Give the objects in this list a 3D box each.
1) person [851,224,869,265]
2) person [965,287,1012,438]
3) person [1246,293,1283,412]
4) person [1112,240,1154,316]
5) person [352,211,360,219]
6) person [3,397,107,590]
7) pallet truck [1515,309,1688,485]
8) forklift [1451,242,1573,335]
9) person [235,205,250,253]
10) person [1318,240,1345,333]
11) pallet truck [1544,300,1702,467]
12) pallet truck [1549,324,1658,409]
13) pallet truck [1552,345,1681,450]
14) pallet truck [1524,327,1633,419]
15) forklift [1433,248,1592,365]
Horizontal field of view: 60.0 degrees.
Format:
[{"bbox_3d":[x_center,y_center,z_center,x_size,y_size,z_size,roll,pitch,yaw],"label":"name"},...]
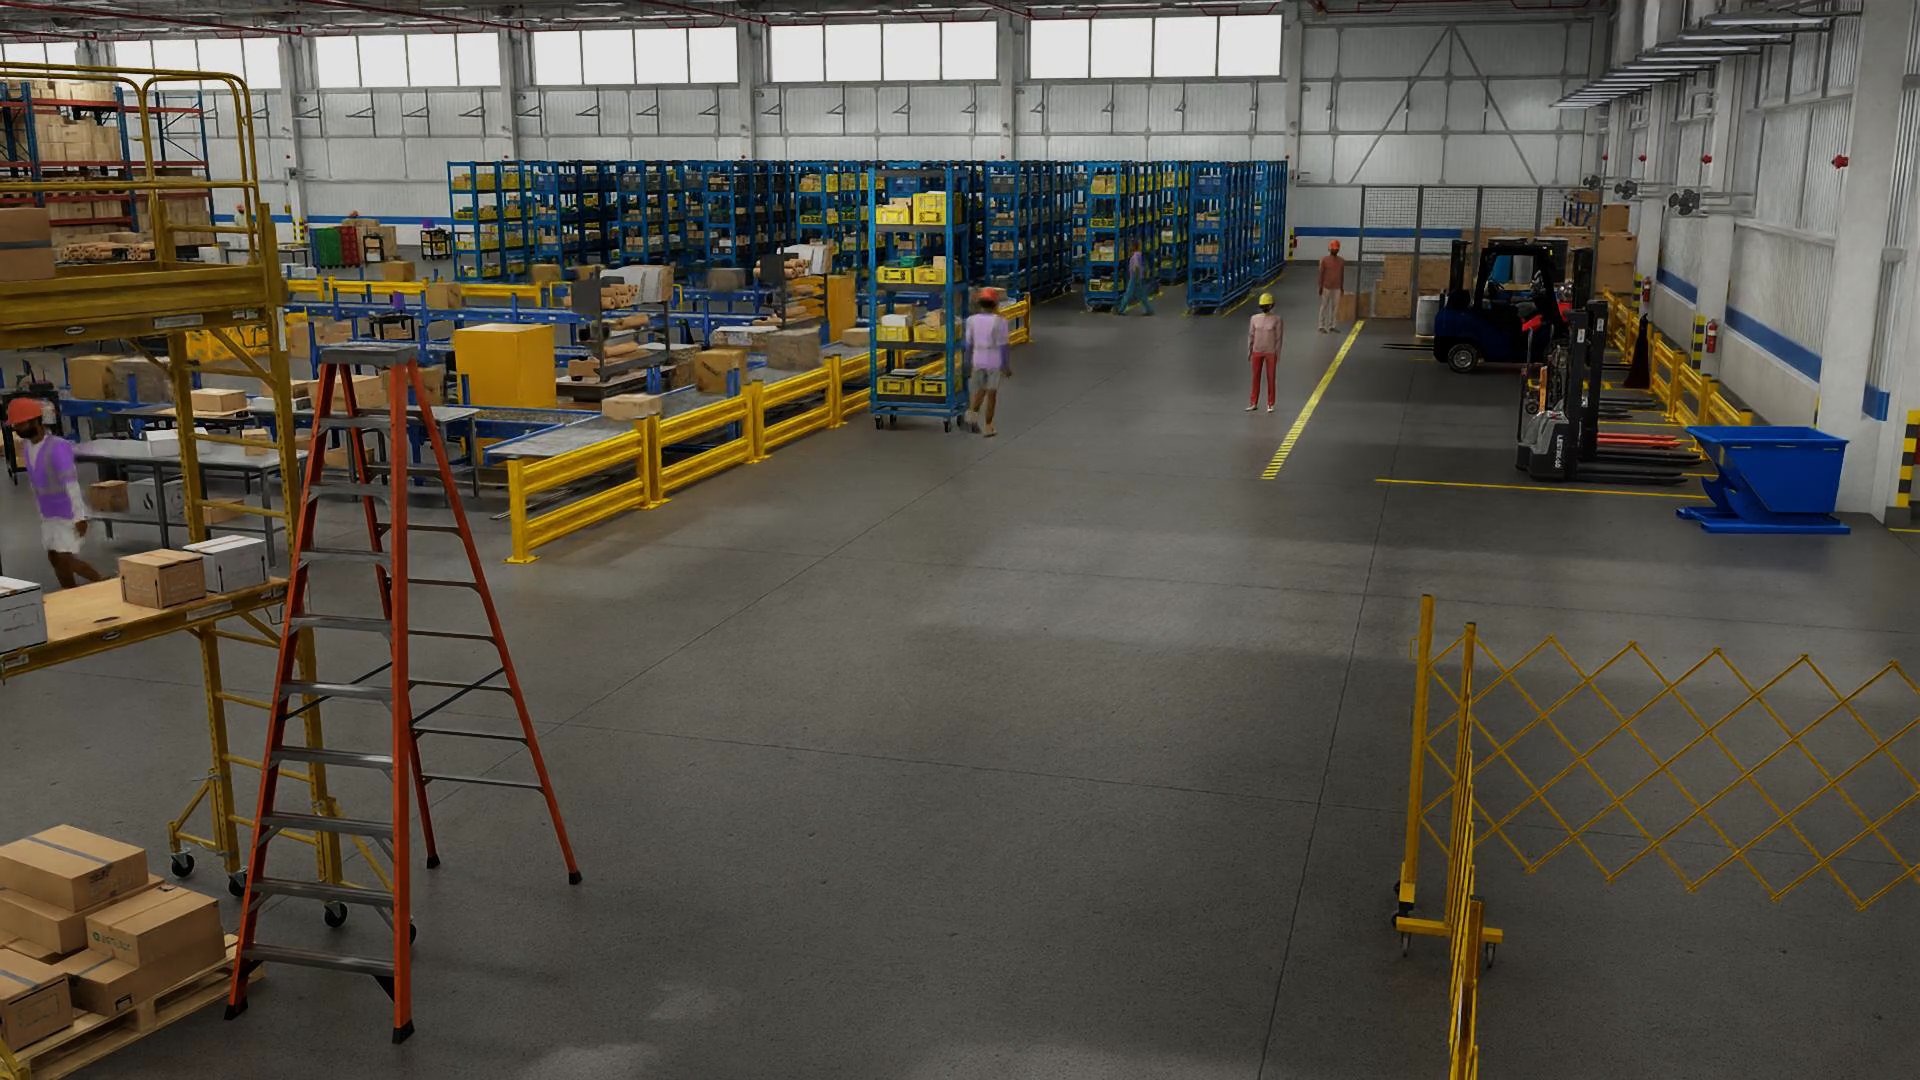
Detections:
[{"bbox_3d":[-3.005,-8.567,49.563,0.600,1.832,0.404,-4,14,-18],"label":"person"},{"bbox_3d":[0.390,-2.393,22.471,0.620,2.025,0.416,6,14,26],"label":"person"},{"bbox_3d":[4.529,-2.785,24.738,0.525,1.769,0.316,6,15,26],"label":"person"},{"bbox_3d":[4.155,-6.199,39.433,0.988,1.796,0.589,3,13,13],"label":"person"},{"bbox_3d":[-22.527,-11.413,62.125,0.871,1.702,0.644,2,13,8],"label":"person"},{"bbox_3d":[-7.256,-0.228,13.397,0.576,1.902,0.637,8,15,30],"label":"person"},{"bbox_3d":[7.554,-1.677,19.446,1.885,1.965,0.823,3,13,14],"label":"pallet truck"},{"bbox_3d":[10.464,-4.597,31.405,2.680,1.987,1.157,4,14,16],"label":"forklift"},{"bbox_3d":[-26.801,-11.563,62.310,0.590,1.938,1.073,-4,14,-15],"label":"person"},{"bbox_3d":[7.981,-5.435,35.686,0.623,1.990,0.392,-4,14,-19],"label":"person"},{"bbox_3d":[8.263,-1.952,20.631,1.885,1.965,0.823,5,14,20],"label":"pallet truck"},{"bbox_3d":[9.824,-2.669,25.407,1.601,1.201,0.680,4,14,16],"label":"pallet truck"},{"bbox_3d":[8.641,-1.896,21.908,1.630,1.274,0.653,4,14,16],"label":"pallet truck"},{"bbox_3d":[9.065,-2.460,24.370,1.522,1.261,0.704,3,13,14],"label":"pallet truck"},{"bbox_3d":[9.780,-4.111,29.280,2.680,1.987,1.157,3,13,14],"label":"forklift"}]
